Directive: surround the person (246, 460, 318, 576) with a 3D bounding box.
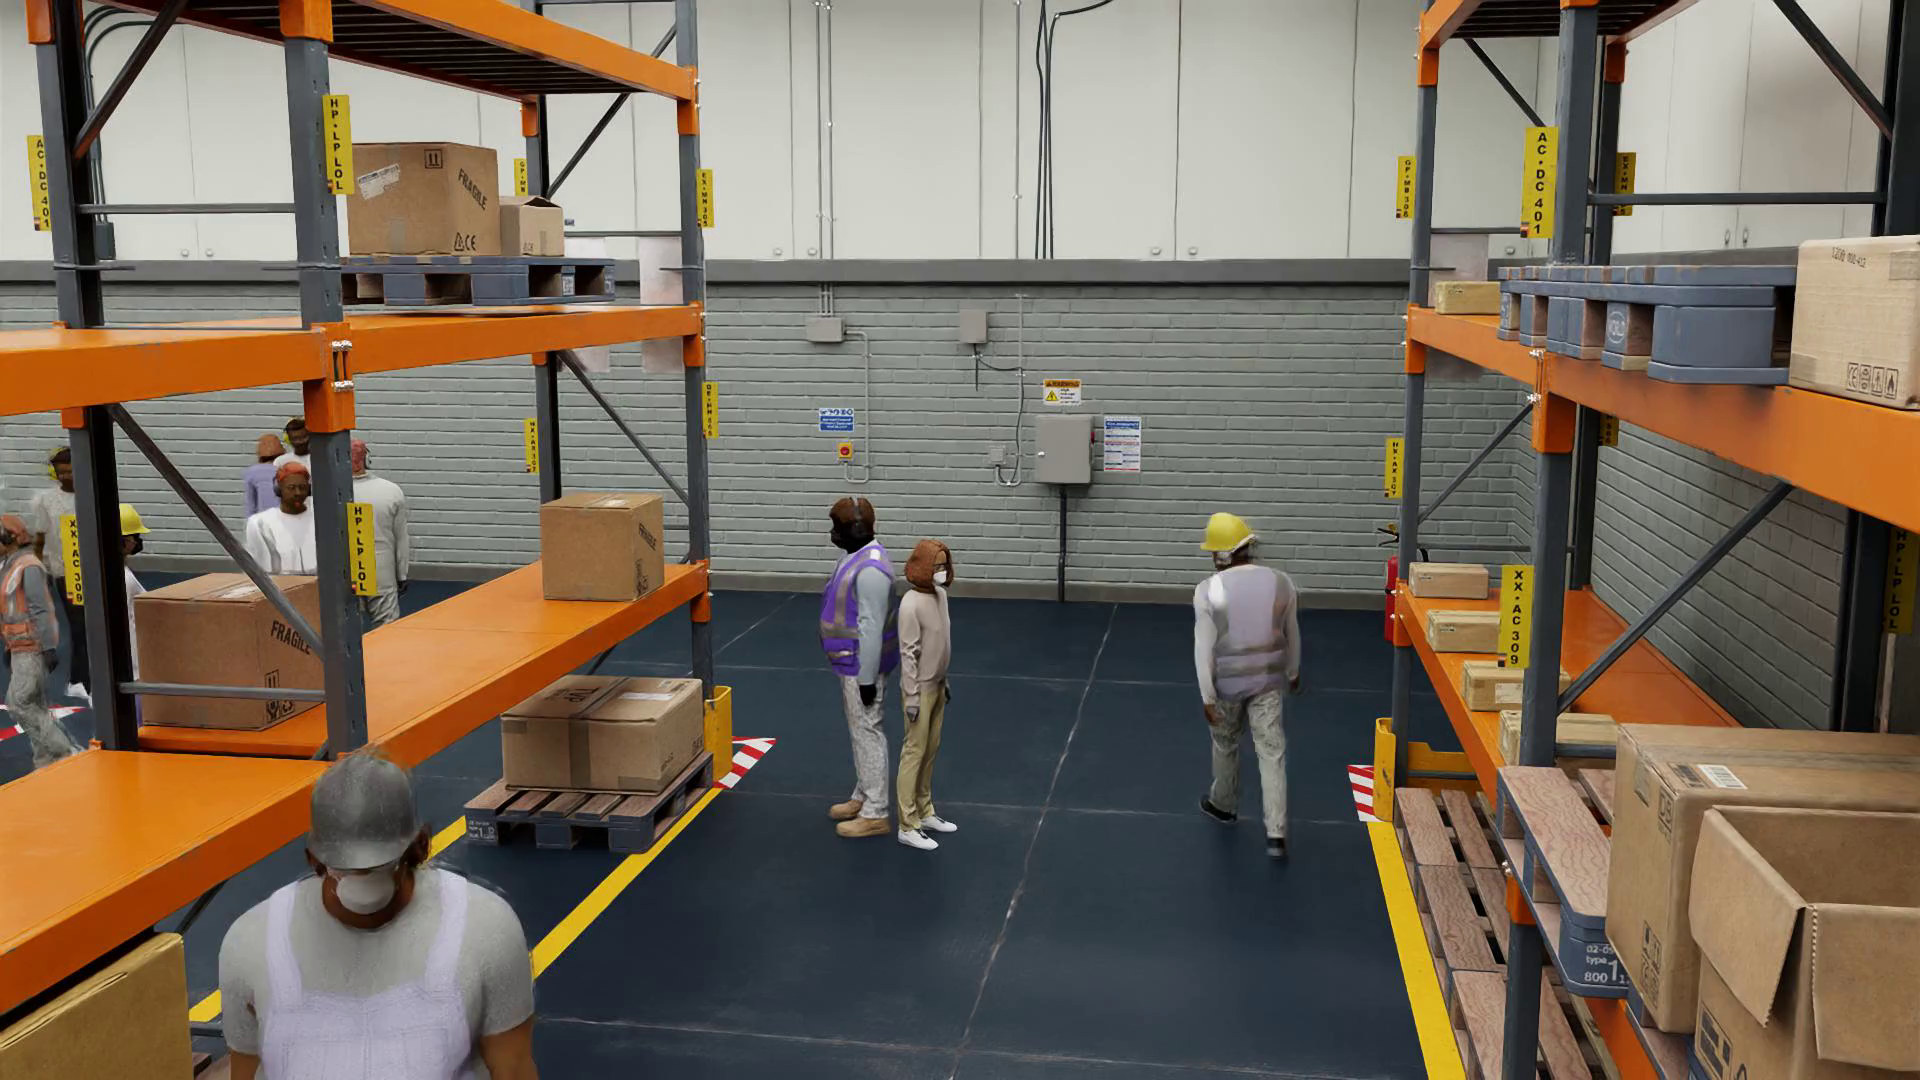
[{"bbox_3d":[-4.188,0.416,10.507,0.582,1.866,0.666,-6,11,-33],"label":"person"}]

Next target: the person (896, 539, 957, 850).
[{"bbox_3d":[-0.171,0.800,8.811,0.276,1.632,0.507,3,10,20],"label":"person"}]

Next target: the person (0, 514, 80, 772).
[{"bbox_3d":[-5.486,0.652,9.761,0.566,1.615,0.368,9,13,43],"label":"person"}]

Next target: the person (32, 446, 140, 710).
[{"bbox_3d":[-6.046,0.261,11.538,0.879,1.822,0.553,7,12,38],"label":"person"}]

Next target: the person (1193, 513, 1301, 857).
[{"bbox_3d":[1.519,0.742,8.758,0.651,1.776,0.936,-1,9,-7],"label":"person"}]

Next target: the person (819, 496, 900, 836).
[{"bbox_3d":[-0.544,0.673,8.999,0.431,1.836,0.645,-2,9,-10],"label":"person"}]

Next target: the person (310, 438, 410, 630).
[{"bbox_3d":[-4.092,0.253,11.367,0.638,1.902,0.407,-5,11,-30],"label":"person"}]
